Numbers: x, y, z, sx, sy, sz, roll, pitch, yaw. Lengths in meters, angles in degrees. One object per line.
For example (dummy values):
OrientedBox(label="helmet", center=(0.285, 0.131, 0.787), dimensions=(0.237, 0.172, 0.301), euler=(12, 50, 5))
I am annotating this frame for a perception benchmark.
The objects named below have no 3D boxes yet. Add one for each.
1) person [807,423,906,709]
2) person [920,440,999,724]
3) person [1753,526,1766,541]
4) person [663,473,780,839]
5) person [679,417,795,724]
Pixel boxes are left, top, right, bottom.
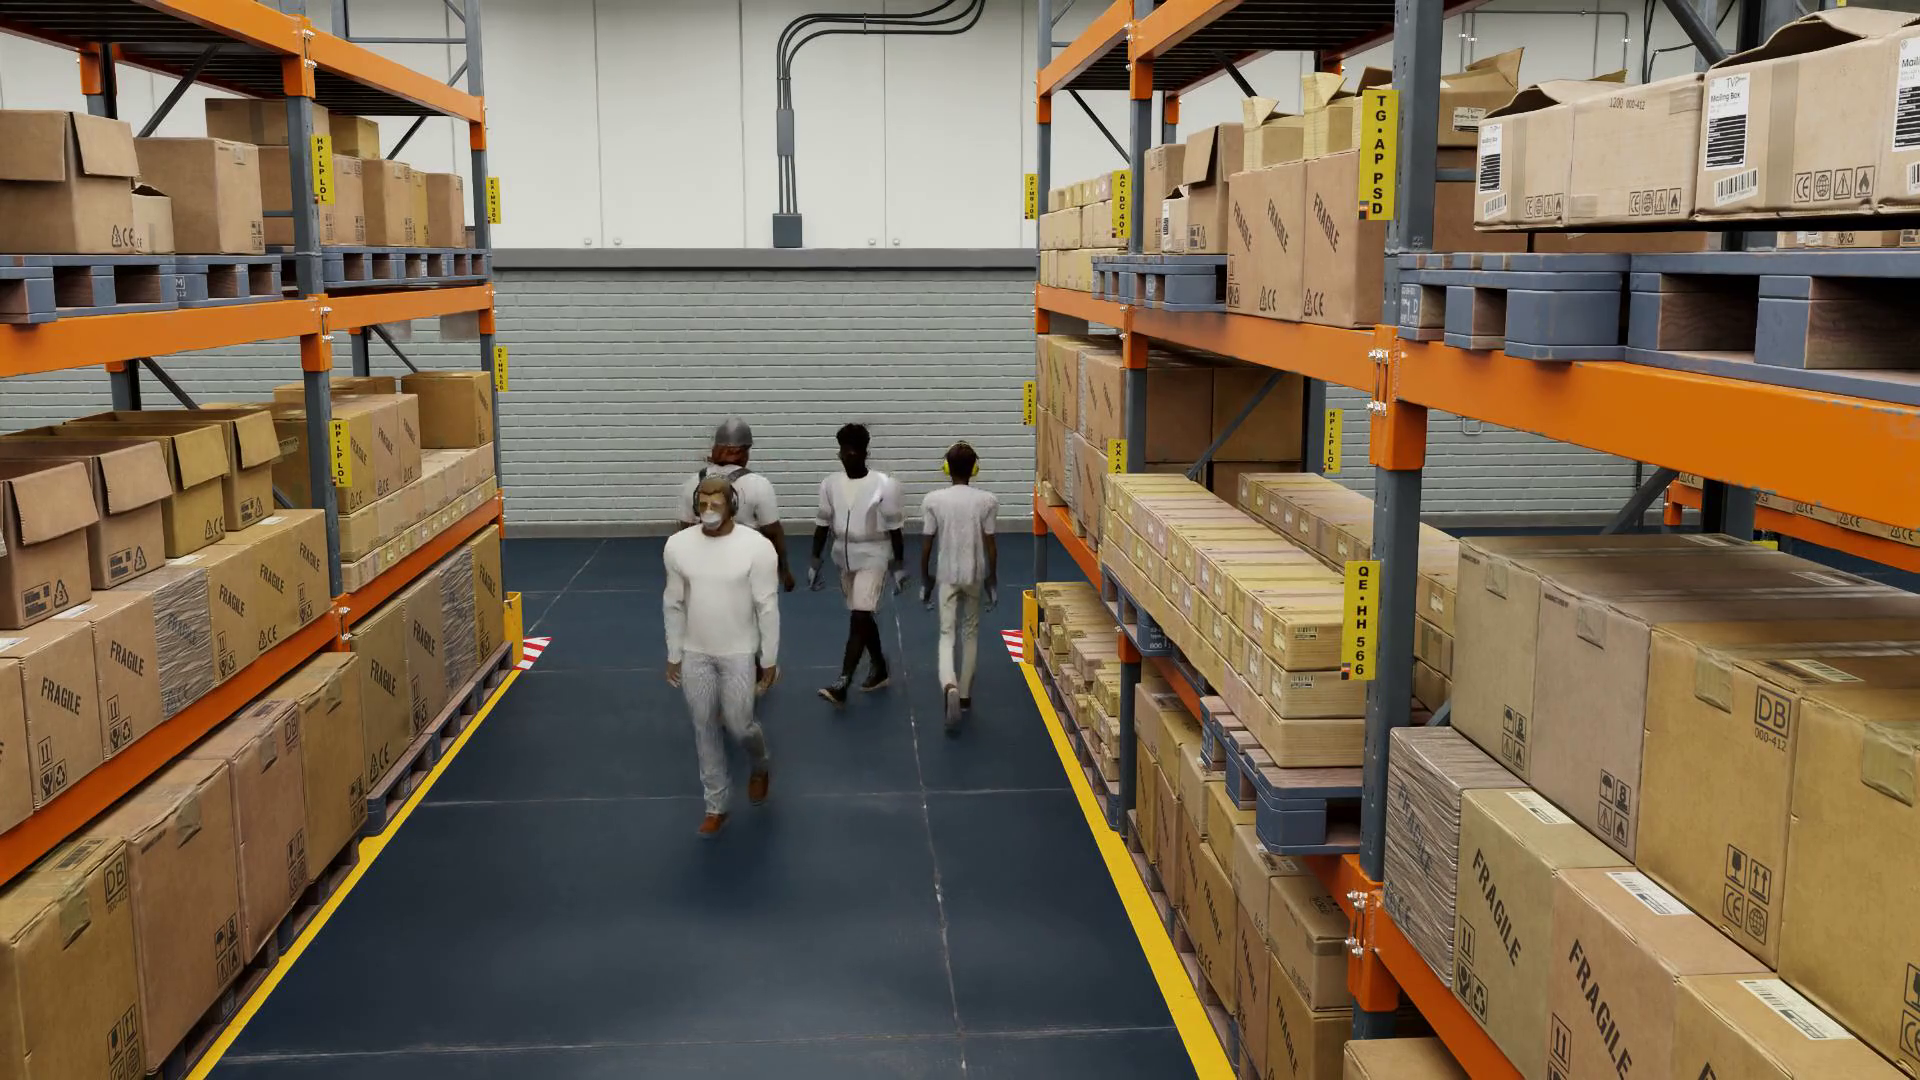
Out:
OrientedBox(label="person", center=(-0.745, 0.166, 11.326), dimensions=(0.635, 1.908, 1.009), euler=(5, 11, 29))
OrientedBox(label="person", center=(0.000, 0.275, 10.909), dimensions=(0.518, 1.851, 0.771), euler=(0, 10, -1))
OrientedBox(label="person", center=(6.436, -0.180, 13.647), dimensions=(0.437, 1.822, 0.639), euler=(0, 10, -1))
OrientedBox(label="person", center=(-1.242, 0.588, 8.812), dimensions=(0.626, 1.927, 0.545), euler=(2, 10, 14))
OrientedBox(label="person", center=(-1.452, 0.150, 11.064), dimensions=(0.692, 2.000, 1.027), euler=(6, 12, 33))
